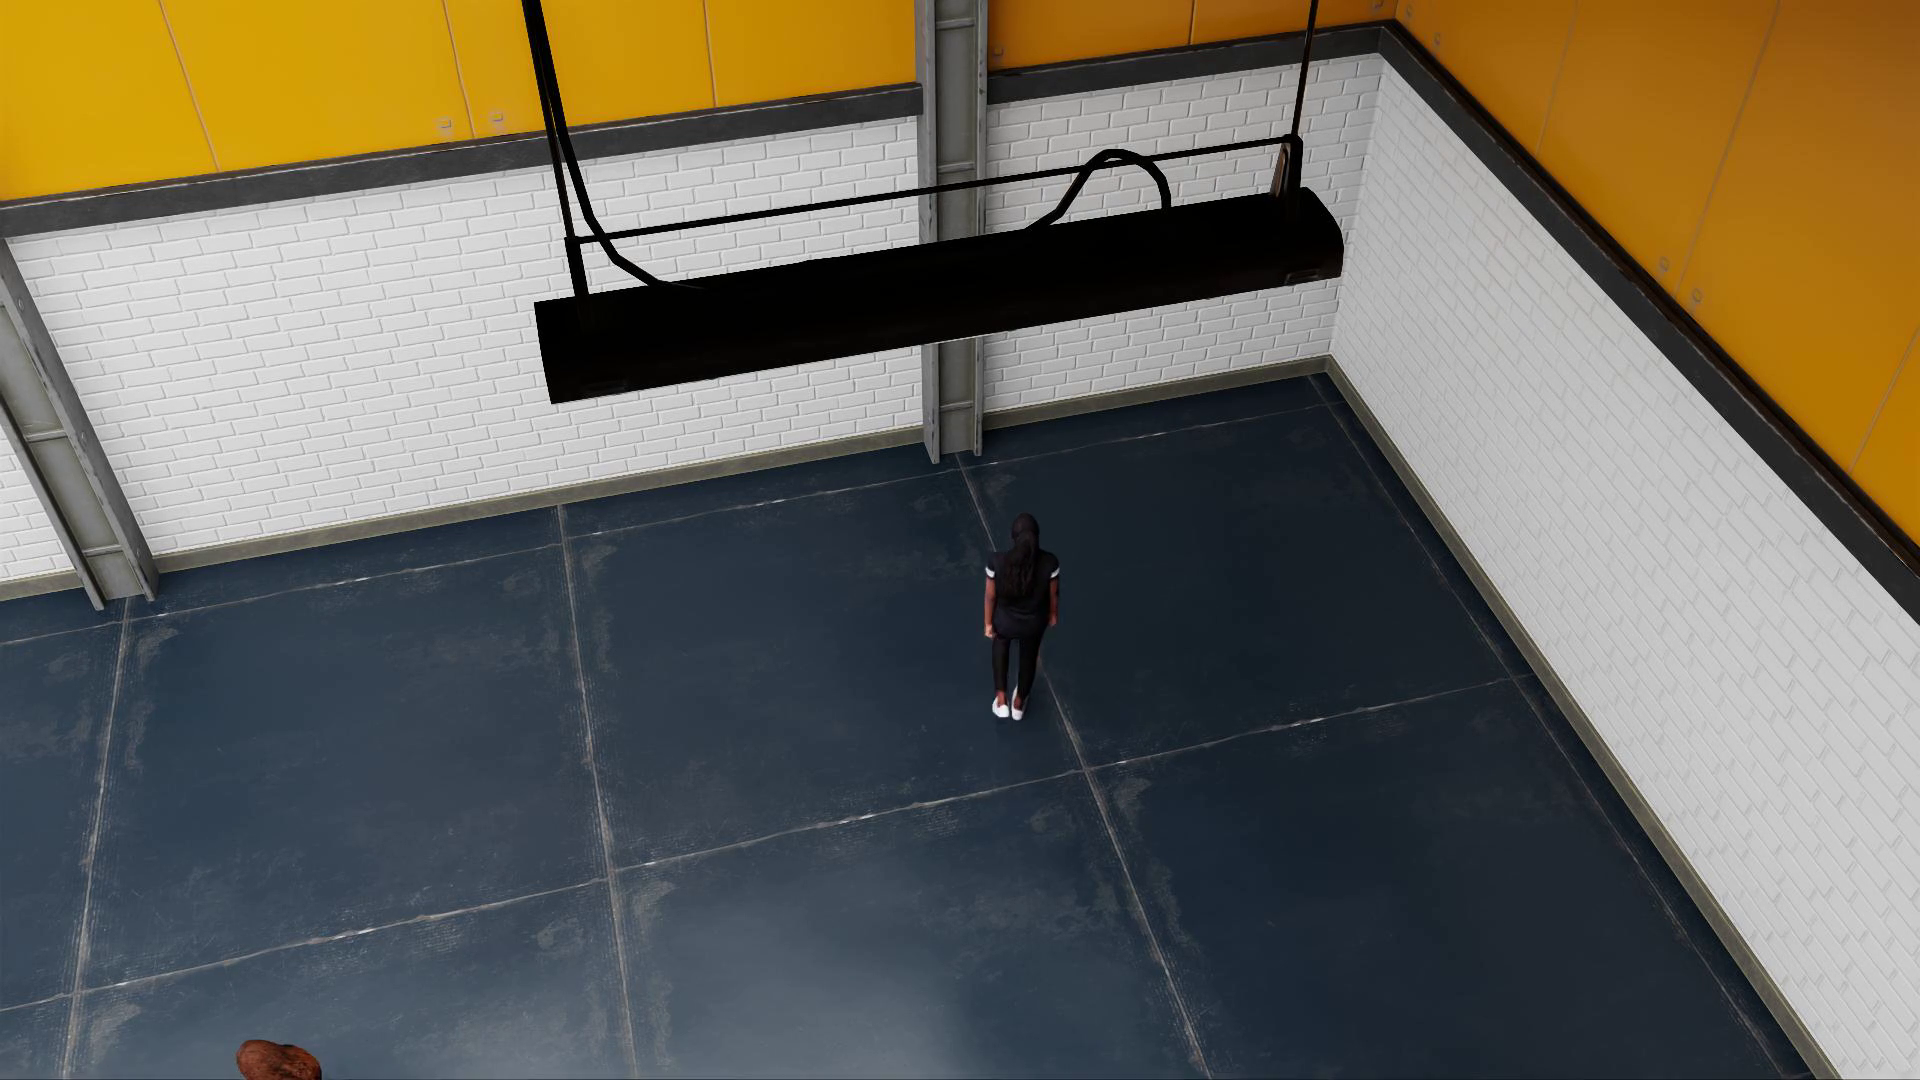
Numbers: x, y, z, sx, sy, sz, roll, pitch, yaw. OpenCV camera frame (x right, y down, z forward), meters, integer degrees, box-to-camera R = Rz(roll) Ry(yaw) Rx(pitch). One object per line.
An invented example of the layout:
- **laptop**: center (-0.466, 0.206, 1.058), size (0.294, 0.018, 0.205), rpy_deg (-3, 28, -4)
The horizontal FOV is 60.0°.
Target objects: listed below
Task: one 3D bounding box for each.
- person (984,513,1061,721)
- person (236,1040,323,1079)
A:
- **person**: center (0.377, 0.546, 10.242), size (0.712, 1.720, 0.781), rpy_deg (3, 44, 3)
- **person**: center (-3.113, 2.867, 7.977), size (0.864, 1.484, 0.786), rpy_deg (14, 45, 14)
